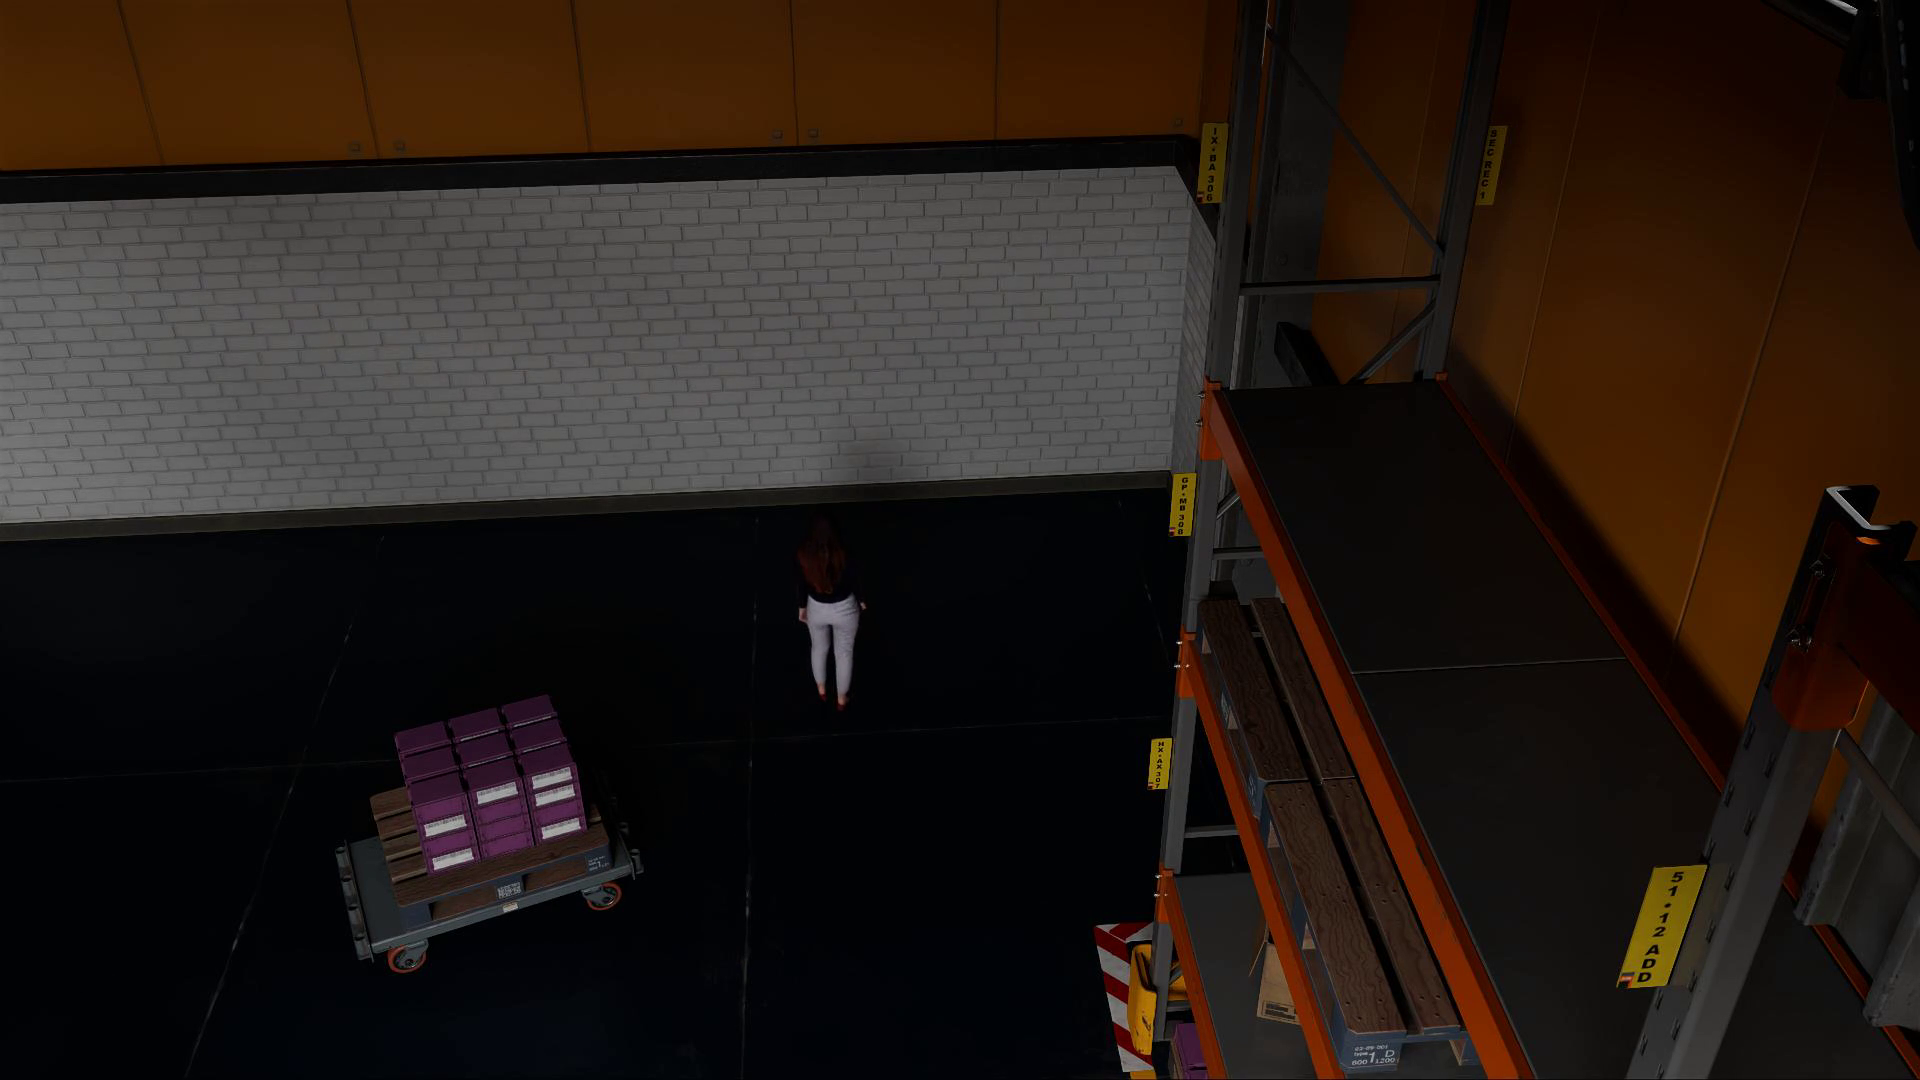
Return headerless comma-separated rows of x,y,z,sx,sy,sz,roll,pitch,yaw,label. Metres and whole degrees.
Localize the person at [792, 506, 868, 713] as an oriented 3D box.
-0.849,0.486,11.177,0.676,1.601,0.689,5,34,8,person
